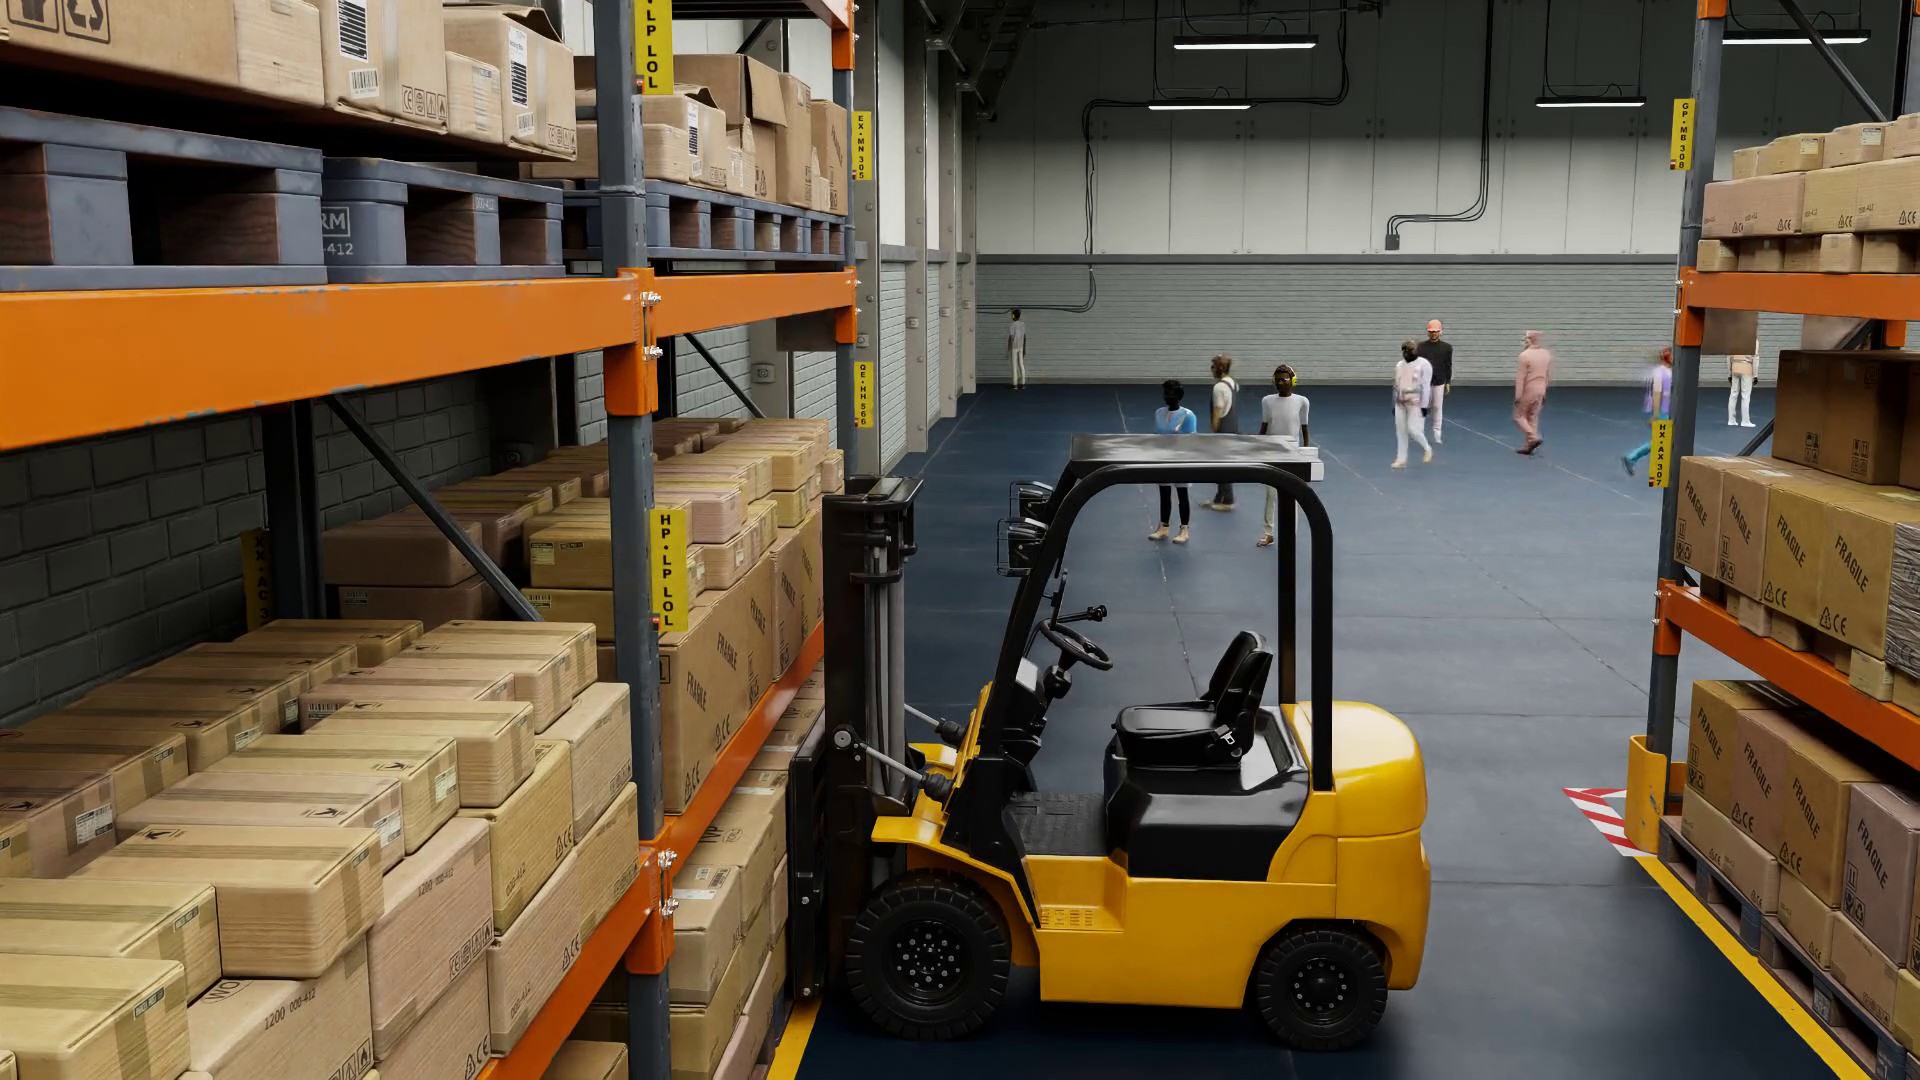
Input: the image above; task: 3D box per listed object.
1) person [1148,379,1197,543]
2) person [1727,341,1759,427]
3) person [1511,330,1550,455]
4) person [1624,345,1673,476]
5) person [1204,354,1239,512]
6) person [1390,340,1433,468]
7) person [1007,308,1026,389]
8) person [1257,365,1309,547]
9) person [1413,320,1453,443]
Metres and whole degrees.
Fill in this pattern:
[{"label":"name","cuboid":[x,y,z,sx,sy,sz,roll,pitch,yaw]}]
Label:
[{"label":"person","cuboid":[2.208,-0.815,17.222,0.321,1.695,0.537,-9,13,-43]},{"label":"person","cuboid":[13.927,-2.969,29.578,0.365,1.928,0.586,-6,11,-32]},{"label":"person","cuboid":[8.615,-2.206,25.070,0.669,1.891,0.481,-5,11,-30]},{"label":"person","cuboid":[9.301,-1.690,22.165,0.670,1.825,0.567,9,13,42]},{"label":"person","cuboid":[3.057,-1.251,19.445,0.391,1.843,0.522,6,11,32]},{"label":"person","cuboid":[6.399,-1.918,23.526,0.542,1.824,0.642,-7,11,-35]},{"label":"person","cuboid":[1.320,-4.442,38.697,0.532,1.864,0.310,-7,11,-35]},{"label":"person","cuboid":[3.279,-0.847,16.892,0.537,1.869,0.312,4,10,22]},{"label":"person","cuboid":[7.613,-2.551,26.840,0.608,1.995,0.376,3,10,15]}]
